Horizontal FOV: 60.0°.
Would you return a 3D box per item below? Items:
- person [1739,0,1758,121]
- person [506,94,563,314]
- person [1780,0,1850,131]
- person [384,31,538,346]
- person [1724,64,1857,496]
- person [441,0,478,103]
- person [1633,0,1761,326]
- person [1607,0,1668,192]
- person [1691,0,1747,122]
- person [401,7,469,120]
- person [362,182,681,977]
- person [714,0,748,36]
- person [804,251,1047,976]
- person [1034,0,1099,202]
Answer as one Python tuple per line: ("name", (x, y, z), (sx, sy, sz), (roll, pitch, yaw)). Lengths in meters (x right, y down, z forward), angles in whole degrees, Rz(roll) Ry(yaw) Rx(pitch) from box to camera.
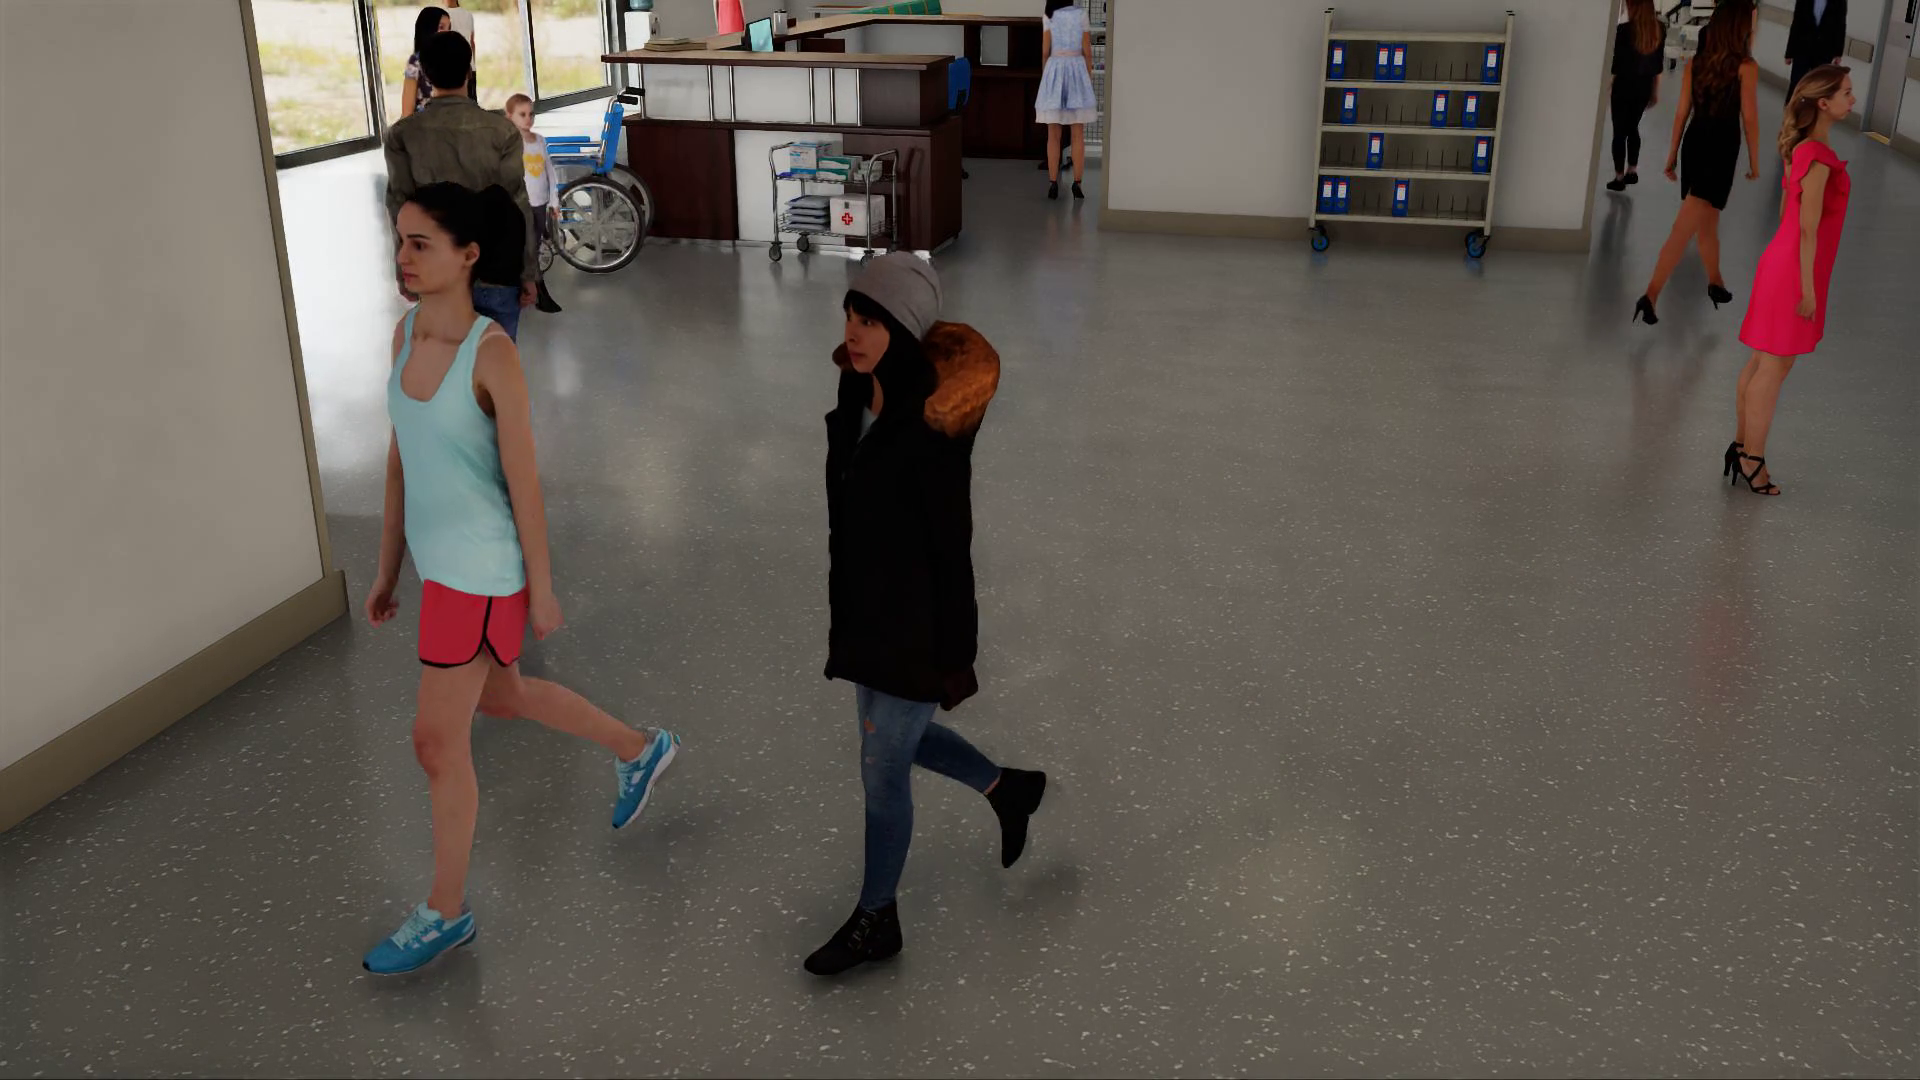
("person", (8.891, -5.628, 19.083), (0.498, 1.562, 0.648), (9, 23, 22))
("person", (-2.631, -2.029, 10.003), (0.970, 1.263, 0.784), (19, 28, 41))
("person", (8.930, -5.087, 17.357), (0.932, 1.773, 0.872), (10, 23, 24))
("person", (-1.909, -0.982, 6.422), (1.192, 1.841, 1.098), (-4, 21, -12))
("person", (3.378, -1.059, 6.787), (0.534, 1.728, 0.573), (6, 22, 16))
("person", (-4.813, -4.527, 15.951), (0.617, 1.722, 0.674), (11, 23, 27))
("person", (4.120, -2.036, 9.304), (1.122, 1.771, 1.151), (-15, 25, -34))
("person", (5.682, -3.763, 13.976), (0.617, 1.691, 0.757), (0, 21, 1))
("person", (6.451, -3.798, 14.198), (0.999, 1.601, 0.746), (10, 23, 24))
("person", (-3.364, -2.449, 10.526), (1.197, 1.678, 0.809), (12, 24, 28))
("person", (-1.038, 0.072, 3.789), (1.154, 1.736, 1.021), (19, 28, 41))
("person", (-2.959, -6.660, 21.437), (0.515, 1.826, 0.703), (10, 23, 24))
("person", (-0.073, 0.164, 3.709), (1.037, 1.620, 1.002), (-14, 25, -32))
("person", (0.874, -3.730, 13.711), (0.668, 1.818, 0.769), (4, 21, 10))
